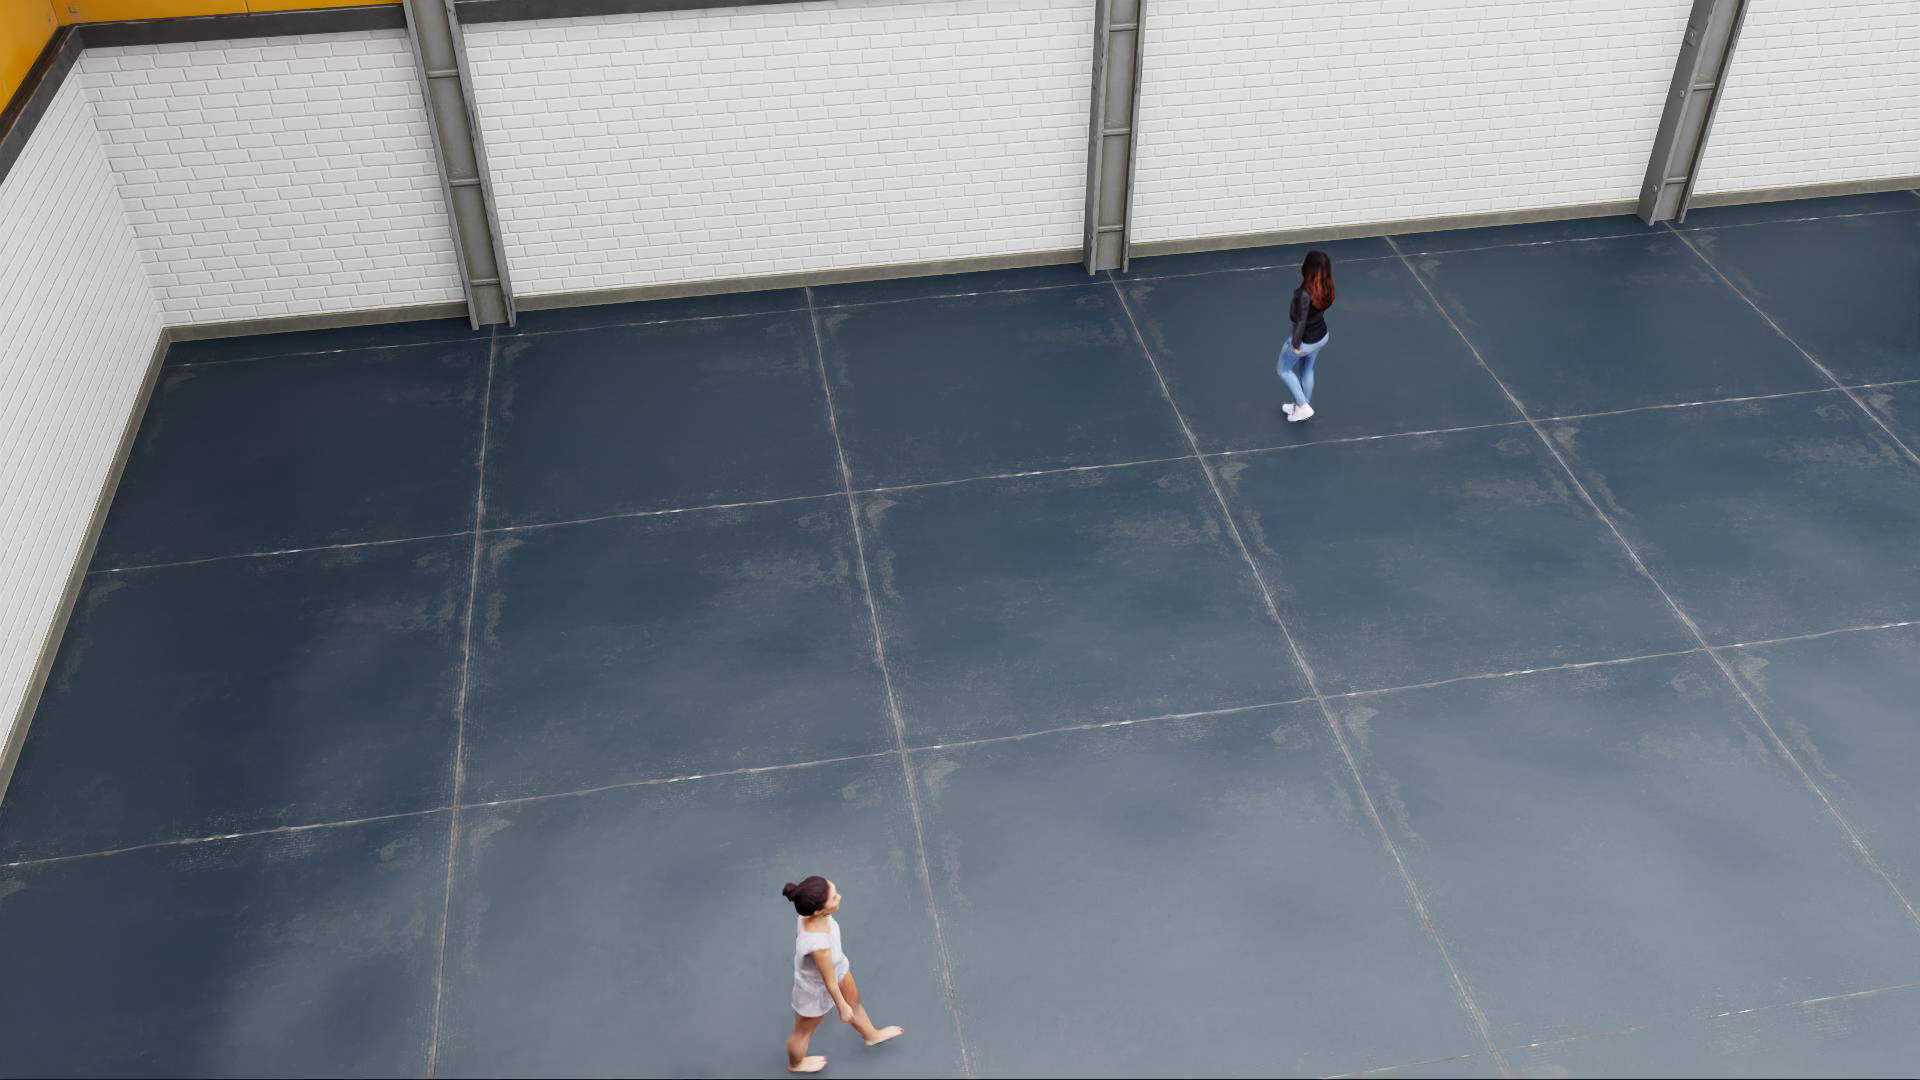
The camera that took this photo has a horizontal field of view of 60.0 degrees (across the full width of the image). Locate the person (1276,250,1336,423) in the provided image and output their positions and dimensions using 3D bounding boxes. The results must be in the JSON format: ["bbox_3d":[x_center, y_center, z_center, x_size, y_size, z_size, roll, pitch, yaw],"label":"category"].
[{"bbox_3d":[2.993,-1.682,14.058,0.743,1.623,0.827,-30,47,-32],"label":"person"}]

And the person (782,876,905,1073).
[{"bbox_3d":[-0.839,2.388,8.994,0.901,1.582,0.602,-5,39,-6],"label":"person"}]
